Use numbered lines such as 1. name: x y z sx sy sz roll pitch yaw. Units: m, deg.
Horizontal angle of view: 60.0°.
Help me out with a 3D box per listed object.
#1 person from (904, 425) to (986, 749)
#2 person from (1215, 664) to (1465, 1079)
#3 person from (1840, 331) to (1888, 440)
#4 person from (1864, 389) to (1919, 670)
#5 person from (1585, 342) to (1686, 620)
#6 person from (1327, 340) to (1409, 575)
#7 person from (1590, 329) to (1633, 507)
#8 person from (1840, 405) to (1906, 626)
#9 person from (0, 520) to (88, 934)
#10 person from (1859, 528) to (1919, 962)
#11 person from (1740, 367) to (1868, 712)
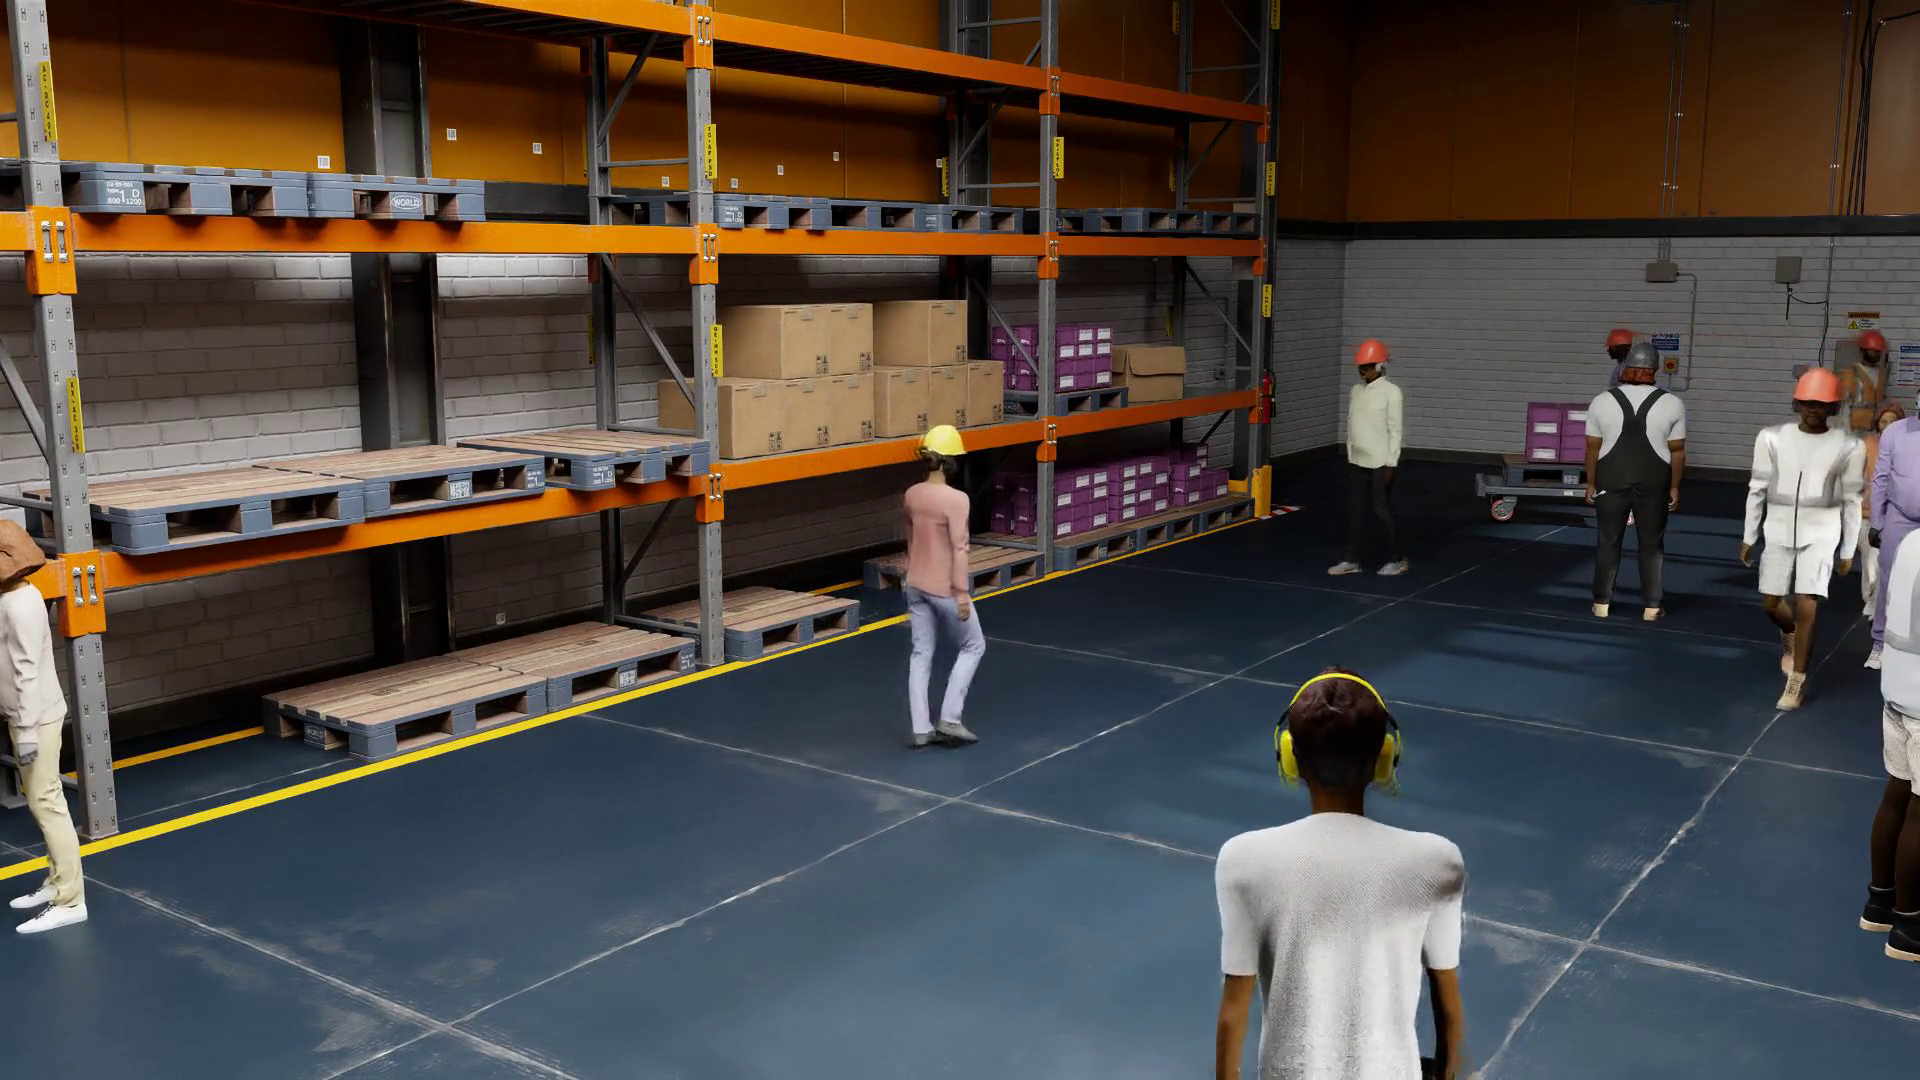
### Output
1. person: -0.077 0.255 8.958 0.481 1.747 0.553 -8 13 -40
2. person: 0.766 1.167 3.386 0.508 1.830 0.995 2 10 14
3. person: 9.165 -1.149 16.830 0.581 1.917 0.552 -3 10 -18
4. person: 6.120 -0.089 10.562 0.636 1.911 0.406 6 11 31
5. person: 4.962 -0.439 12.254 0.688 2.000 0.535 4 11 25
6. person: 3.480 -0.665 13.866 0.726 1.983 0.625 -5 11 -28
7. person: 7.056 -1.273 17.611 0.576 1.918 0.543 3 10 16
8. person: 6.674 -0.186 12.068 0.539 1.587 0.853 7 12 35
9. person: -3.689 0.725 6.574 0.284 1.626 0.497 -6 11 -33
10. person: 3.679 0.603 6.268 0.361 1.962 0.613 2 10 13
11. person: 5.029 -0.032 9.903 0.624 2.018 0.791 8 12 39
